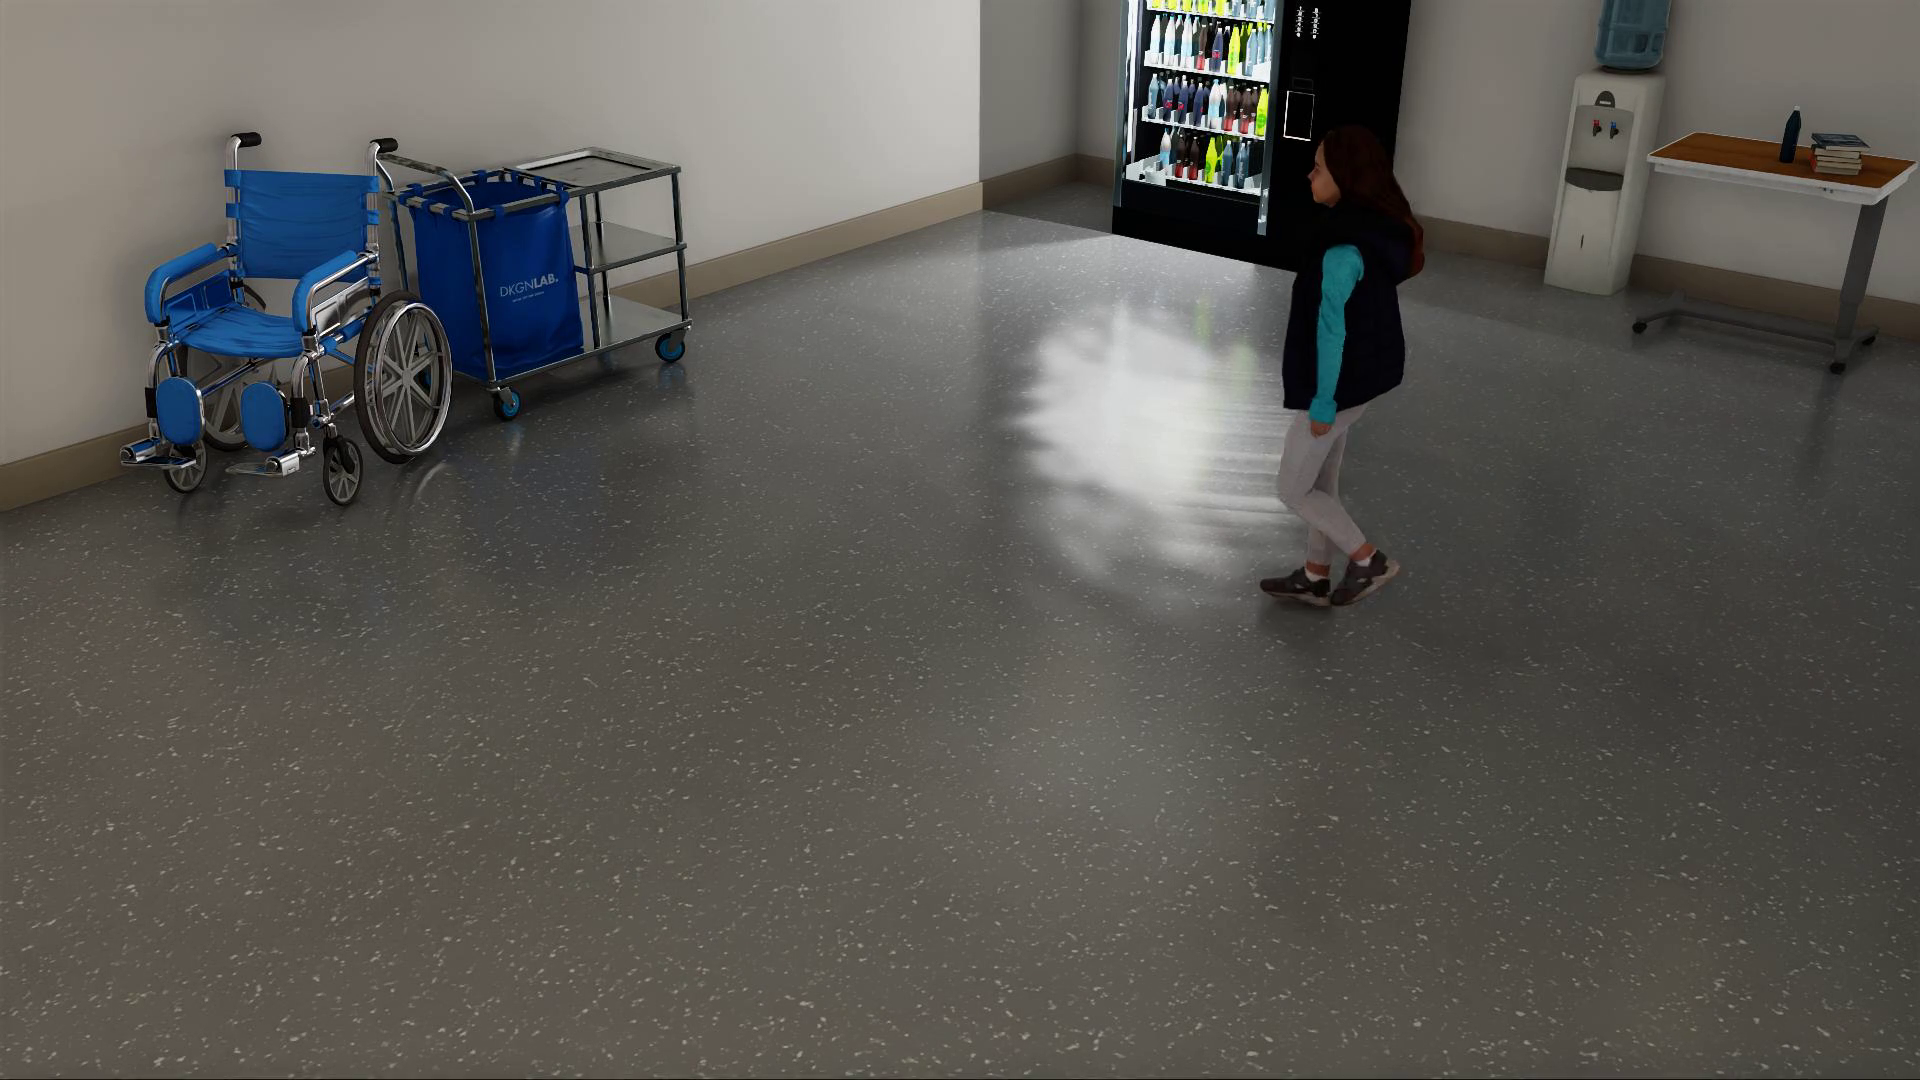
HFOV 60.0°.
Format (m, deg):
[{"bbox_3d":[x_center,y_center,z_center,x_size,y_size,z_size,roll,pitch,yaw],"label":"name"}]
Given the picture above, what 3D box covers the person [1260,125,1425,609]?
[{"bbox_3d":[1.163,-0.451,4.880,0.740,1.489,0.678,10,27,19],"label":"person"}]
